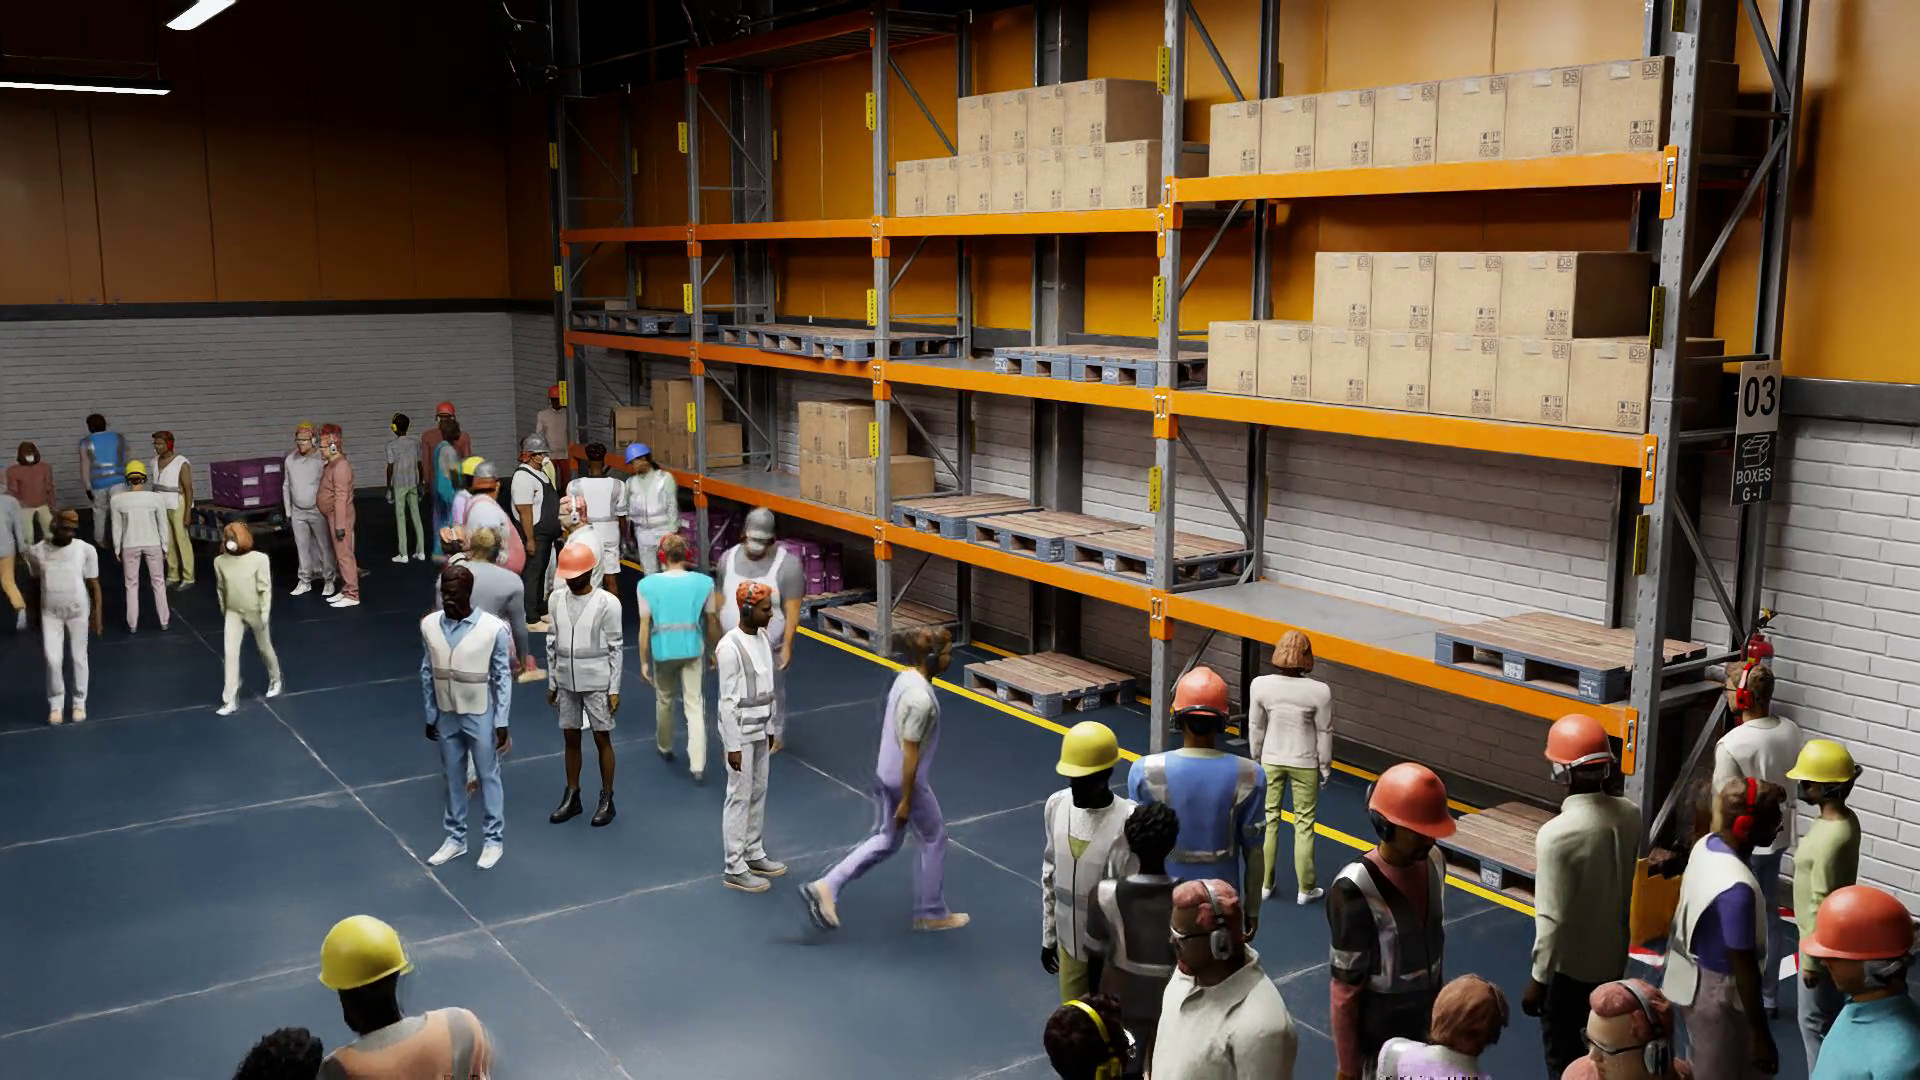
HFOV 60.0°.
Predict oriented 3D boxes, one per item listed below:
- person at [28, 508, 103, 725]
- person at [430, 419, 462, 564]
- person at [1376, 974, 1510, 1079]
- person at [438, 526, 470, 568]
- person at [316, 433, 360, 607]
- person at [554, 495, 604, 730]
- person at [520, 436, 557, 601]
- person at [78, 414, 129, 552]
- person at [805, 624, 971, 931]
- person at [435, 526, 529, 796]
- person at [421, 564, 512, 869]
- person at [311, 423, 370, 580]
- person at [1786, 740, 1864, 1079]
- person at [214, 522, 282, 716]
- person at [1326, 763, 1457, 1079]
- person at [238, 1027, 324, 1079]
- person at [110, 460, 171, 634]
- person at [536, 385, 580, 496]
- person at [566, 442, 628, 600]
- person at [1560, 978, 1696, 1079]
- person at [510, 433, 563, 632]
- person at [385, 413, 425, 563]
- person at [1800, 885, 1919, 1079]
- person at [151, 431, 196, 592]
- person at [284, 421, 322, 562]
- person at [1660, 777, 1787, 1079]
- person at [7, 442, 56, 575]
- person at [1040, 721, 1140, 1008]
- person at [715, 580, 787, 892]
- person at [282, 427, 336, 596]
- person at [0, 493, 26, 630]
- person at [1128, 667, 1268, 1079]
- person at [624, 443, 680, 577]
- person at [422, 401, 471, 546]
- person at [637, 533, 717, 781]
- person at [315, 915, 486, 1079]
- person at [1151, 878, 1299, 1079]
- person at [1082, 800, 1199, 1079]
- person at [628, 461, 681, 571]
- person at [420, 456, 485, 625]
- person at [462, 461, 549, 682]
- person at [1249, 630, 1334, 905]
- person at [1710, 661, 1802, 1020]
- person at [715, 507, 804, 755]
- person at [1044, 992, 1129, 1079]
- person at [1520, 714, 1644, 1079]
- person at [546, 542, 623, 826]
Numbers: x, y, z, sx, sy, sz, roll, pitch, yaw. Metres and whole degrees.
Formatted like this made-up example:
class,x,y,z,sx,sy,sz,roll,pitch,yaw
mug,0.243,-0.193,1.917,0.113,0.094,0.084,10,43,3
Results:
class,x,y,z,sx,sy,sz,roll,pitch,yaw
person,-7.233,0.614,13.498,0.524,1.803,0.540,-4,10,-21
person,-6.282,-0.567,20.427,0.437,1.831,0.589,-6,11,-31
person,1.434,2.130,5.131,0.503,1.620,0.553,-9,13,-41
person,-4.076,0.688,13.587,0.313,1.634,0.514,-3,10,-19
person,-6.799,-0.219,18.138,0.399,1.899,0.635,-4,10,-22
person,-3.076,0.580,13.453,0.396,1.898,0.647,-1,10,-4
person,-4.691,-0.241,18.460,0.430,1.837,0.629,1,10,5
person,-11.050,-0.740,21.534,0.629,1.794,0.992,-8,13,-40
person,-0.398,1.351,9.261,0.854,1.789,0.495,-3,10,-18
person,-3.432,0.835,11.997,0.633,1.878,1.035,1,10,4
person,-3.071,1.100,10.391,0.590,1.895,0.395,3,10,15
person,-7.347,-0.455,19.627,0.782,1.852,0.604,-6,12,-33
person,3.692,1.718,7.169,0.338,1.761,0.529,6,12,33
person,-6.044,0.621,14.099,0.503,1.589,0.862,0,10,-1
person,1.579,1.777,6.031,0.613,2.031,0.402,-9,13,-41
person,-1.896,2.204,4.567,0.545,1.671,0.700,2,10,11
person,-8.295,0.070,16.853,0.520,1.759,0.349,-5,11,-26
person,-5.712,-1.208,23.641,0.611,1.996,0.379,-2,10,-13
person,-3.628,-0.001,16.686,0.599,1.958,0.377,-3,10,-16
person,1.799,2.101,4.530,0.401,1.894,0.655,-4,10,-21
person,-4.283,-0.088,16.936,0.535,2.000,0.680,0,10,-3
person,-6.928,-0.646,20.754,0.321,1.863,0.525,8,12,39
person,2.657,1.981,4.954,0.394,1.985,0.608,4,10,20
person,-8.970,-0.336,18.973,0.571,1.840,0.373,5,11,25
person,-8.107,-0.595,20.714,0.533,1.768,0.310,-1,10,-8
person,3.016,1.806,6.451,0.567,1.827,0.560,4,10,20
person,-11.014,-0.360,19.768,0.524,1.615,0.487,-9,13,-42
person,0.557,1.680,6.920,0.397,1.920,0.587,-9,13,-44
person,-1.272,1.167,10.054,0.355,1.879,0.581,3,10,17
person,-7.291,-0.316,18.666,0.651,1.907,0.409,1,10,6
person,-9.730,0.100,16.767,0.574,1.733,0.572,-9,13,-44
person,1.020,1.562,7.288,0.608,2.040,0.399,0,10,-1
person,-3.187,-0.077,17.337,0.634,1.882,0.687,2,10,11
person,-6.484,-0.762,21.082,0.609,1.986,0.419,-2,10,-12
person,-2.070,0.840,12.236,0.578,1.795,0.977,-2,10,-13
person,-1.615,2.035,4.897,0.600,1.896,0.770,-8,12,-39
person,0.783,1.980,5.238,0.402,1.896,0.652,-3,10,-16
person,0.755,1.850,6.574,0.555,1.683,0.452,1,10,7
person,-3.222,-0.001,17.492,0.541,1.668,0.595,-5,11,-25
person,-4.804,0.131,16.096,0.782,1.902,0.593,1,10,7
person,-4.192,0.247,14.966,0.718,2.000,0.722,-6,11,-29
person,1.946,1.332,9.794,0.499,1.633,0.285,5,11,25
person,3.886,1.508,8.178,0.563,1.836,0.386,-6,11,-29
person,-1.510,0.689,12.372,0.708,2.000,0.960,1,10,8
person,0.346,2.114,4.496,0.327,1.877,0.513,-6,11,-31
person,2.478,1.679,6.713,0.612,1.990,0.392,-7,12,-36
person,-2.524,0.958,11.125,0.543,1.928,0.372,2,10,14
